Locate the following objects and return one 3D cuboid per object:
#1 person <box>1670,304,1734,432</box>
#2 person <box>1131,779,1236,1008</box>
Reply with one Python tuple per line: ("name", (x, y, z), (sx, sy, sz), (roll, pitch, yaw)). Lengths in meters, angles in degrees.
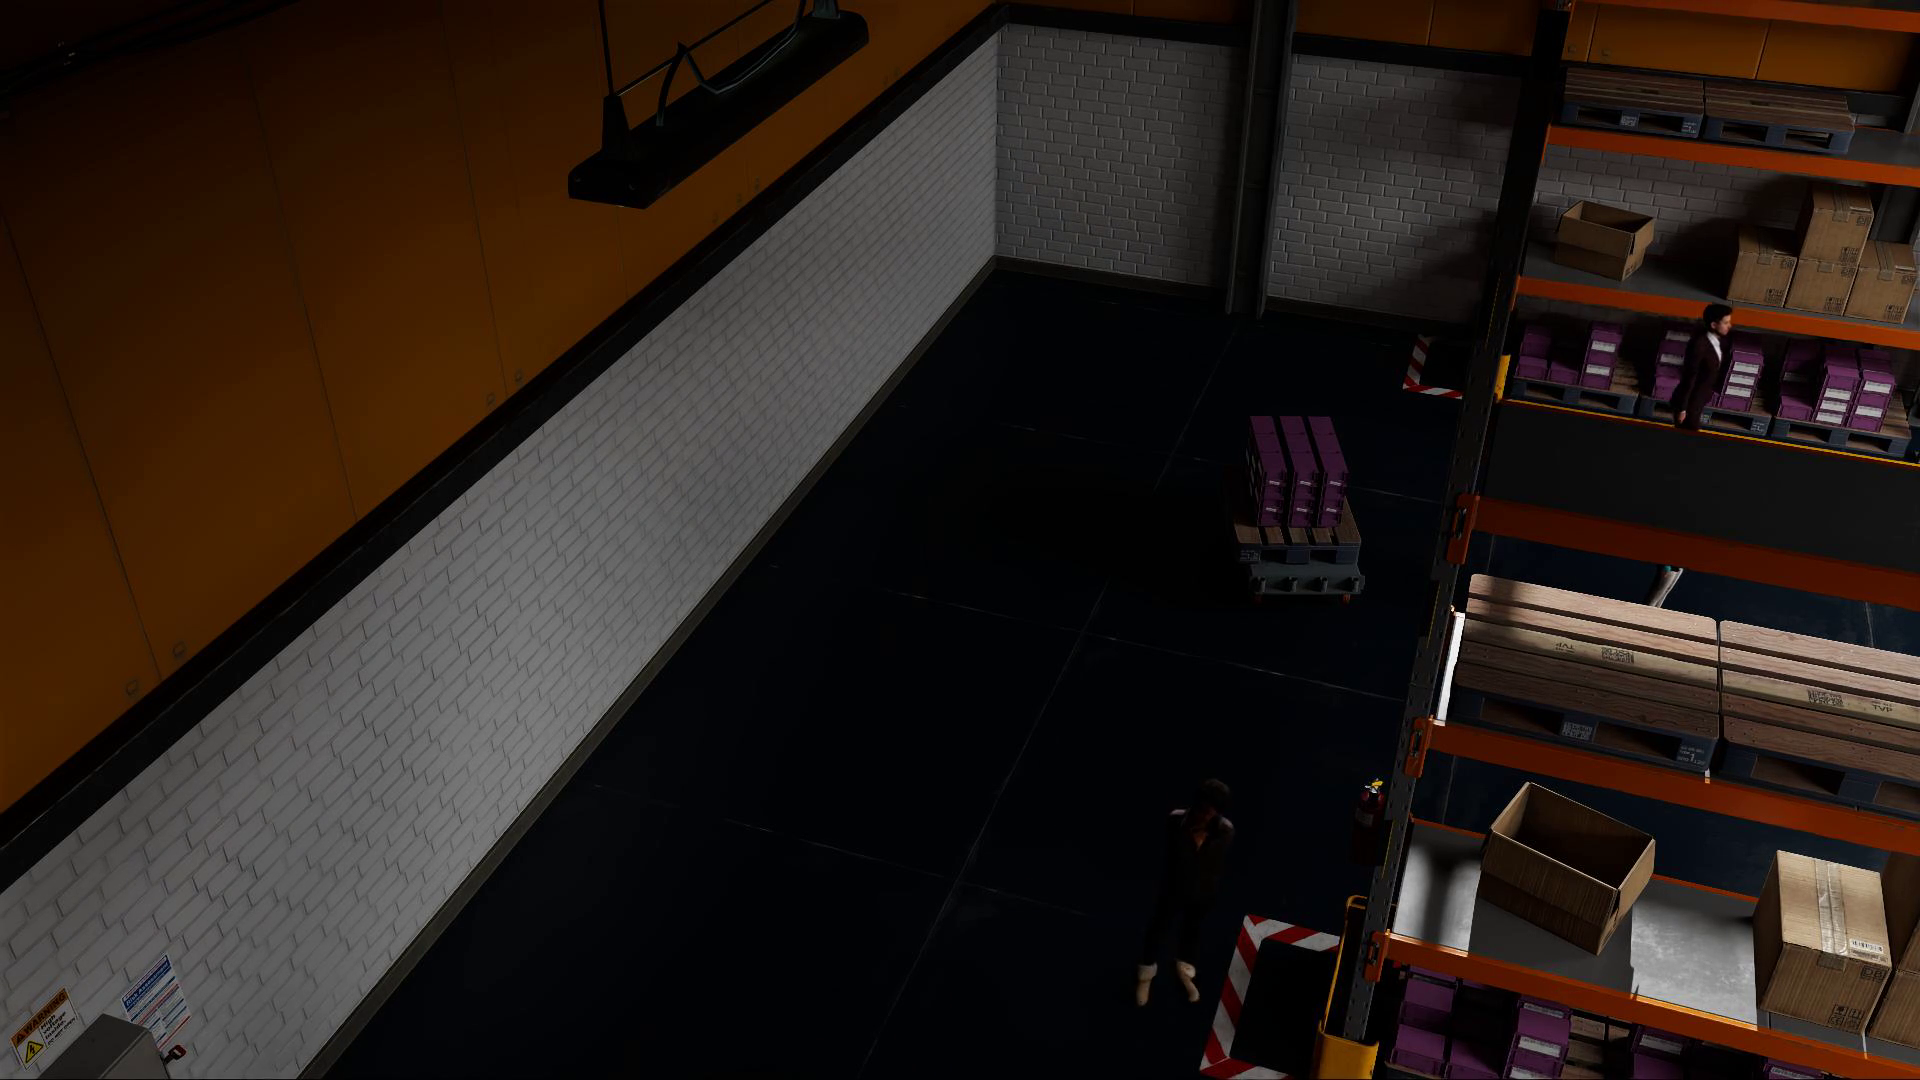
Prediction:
("person", (6.437, -1.274, 14.829), (1.108, 1.845, 0.864), (22, 39, 29))
("person", (1.360, 2.161, 9.849), (0.711, 1.637, 0.808), (26, 41, 33))
